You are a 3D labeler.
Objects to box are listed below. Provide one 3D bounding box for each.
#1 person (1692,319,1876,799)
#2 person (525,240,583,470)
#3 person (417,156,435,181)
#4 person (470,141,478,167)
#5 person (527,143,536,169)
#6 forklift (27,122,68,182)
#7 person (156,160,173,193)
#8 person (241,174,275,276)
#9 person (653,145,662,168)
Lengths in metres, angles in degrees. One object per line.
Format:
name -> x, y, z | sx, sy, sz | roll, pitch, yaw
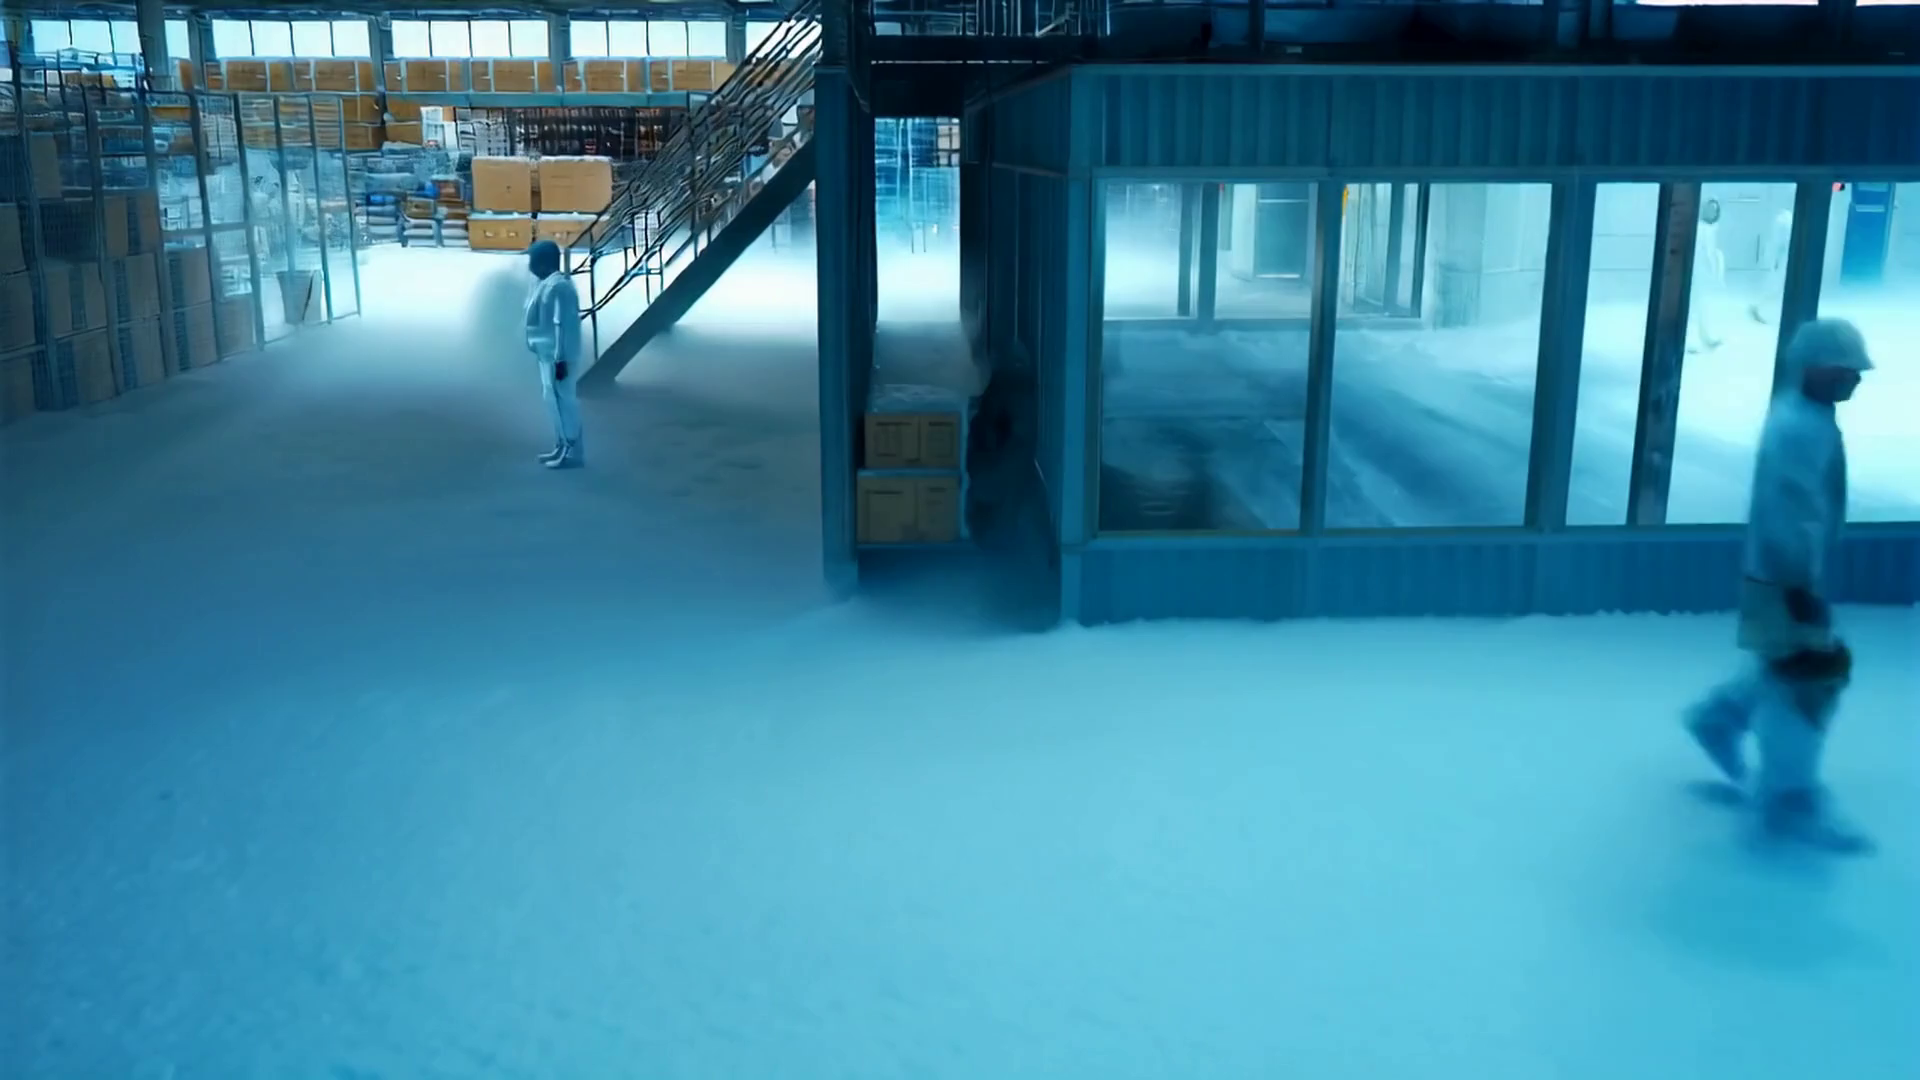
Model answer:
person -> 3.393, 0.075, 6.857 | 0.614, 1.982, 0.515 | -14, 19, -43
person -> -3.276, -1.490, 13.426 | 0.431, 1.836, 0.619 | -8, 16, -30
person -> -17.203, -11.479, 53.566 | 0.538, 1.729, 0.890 | -2, 14, -7
person -> -24.256, -19.065, 83.366 | 0.557, 1.976, 0.638 | -5, 15, -20
person -> -19.410, -17.110, 75.719 | 0.542, 1.889, 0.681 | 2, 14, 8
forklift -> -35.376, -14.773, 64.377 | 1.129, 2.768, 1.873 | -1, 14, -2
person -> -24.104, -10.663, 50.387 | 0.540, 1.685, 0.536 | 0, 14, 0
person -> -12.784, -5.723, 30.281 | 0.505, 1.862, 0.329 | -8, 16, -30
person -> -13.293, -16.440, 73.167 | 0.404, 1.833, 0.592 | -2, 14, -8
